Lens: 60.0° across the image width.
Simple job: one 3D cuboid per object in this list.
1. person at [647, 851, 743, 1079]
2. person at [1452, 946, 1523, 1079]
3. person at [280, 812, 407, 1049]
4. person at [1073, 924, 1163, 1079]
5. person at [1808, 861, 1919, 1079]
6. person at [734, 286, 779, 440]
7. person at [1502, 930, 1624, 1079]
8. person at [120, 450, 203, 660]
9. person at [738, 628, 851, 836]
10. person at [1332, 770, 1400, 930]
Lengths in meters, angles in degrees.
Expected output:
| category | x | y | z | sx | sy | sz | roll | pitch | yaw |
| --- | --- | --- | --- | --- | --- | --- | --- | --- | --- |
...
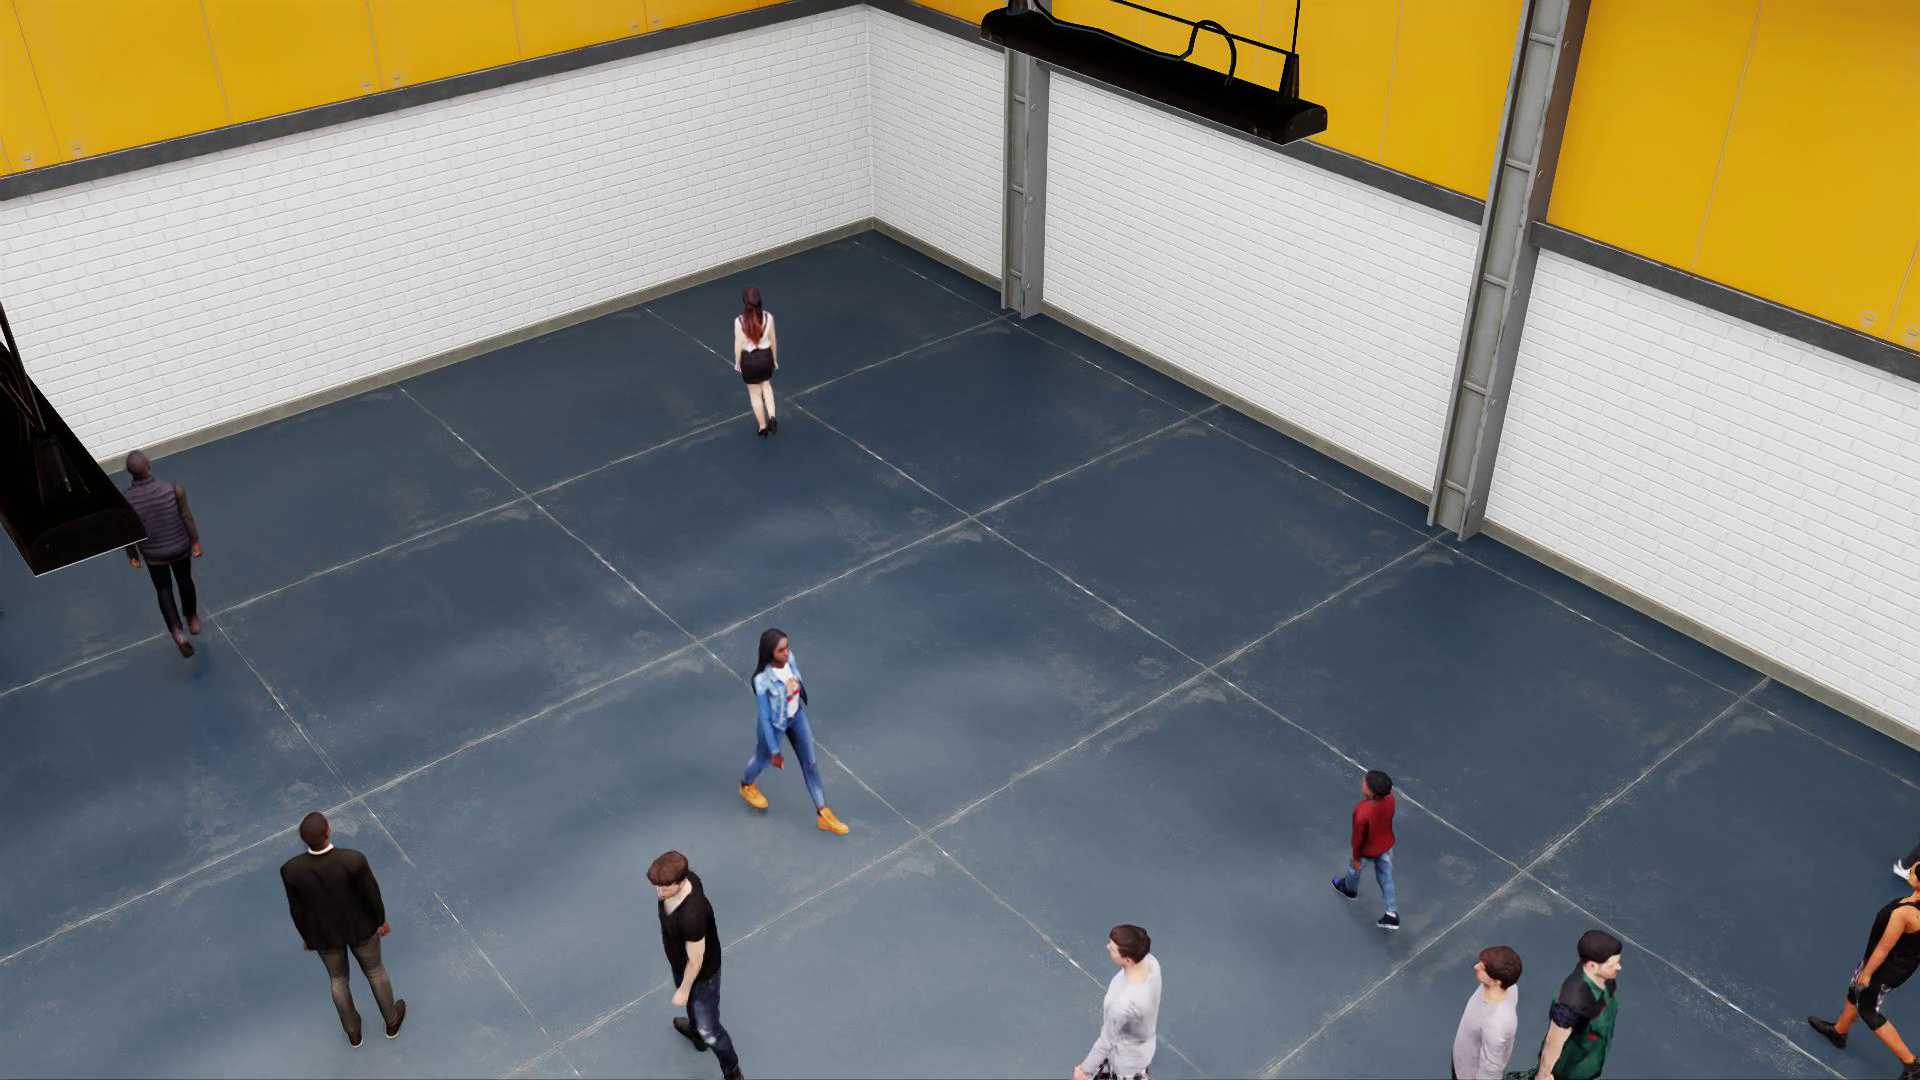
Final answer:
| category | x | y | z | sx | sy | sz | roll | pitch | yaw |
| --- | --- | --- | --- | --- | --- | --- | --- | --- | --- |
| person | -1.569 | 2.458 | 9.810 | 1.113 | 1.875 | 0.687 | -8 | 35 | -12 |
| person | 2.852 | 2.908 | 9.161 | 0.739 | 1.842 | 0.731 | 9 | 35 | 13 |
| person | -3.725 | 2.348 | 10.043 | 0.734 | 1.799 | 0.701 | -8 | 35 | -12 |
| person | 1.026 | 2.875 | 9.232 | 1.114 | 1.820 | 0.954 | 10 | 35 | 14 |
| person | 5.577 | 2.557 | 9.870 | 0.601 | 1.643 | 0.944 | -23 | 40 | -30 |
| person | -1.957 | -1.682 | 16.249 | 0.614 | 1.641 | 0.669 | -16 | 37 | -23 |
| person | 3.301 | 2.833 | 9.249 | 1.256 | 1.870 | 0.888 | 21 | 39 | 29 |
| person | -6.391 | 0.122 | 13.375 | 0.870 | 1.817 | 1.133 | -15 | 36 | -21 |
| person | -1.342 | 1.322 | 11.713 | 1.272 | 1.660 | 0.898 | 19 | 38 | 26 |
| person | 2.779 | 2.049 | 10.998 | 0.637 | 1.239 | 0.901 | -14 | 36 | -21 |
